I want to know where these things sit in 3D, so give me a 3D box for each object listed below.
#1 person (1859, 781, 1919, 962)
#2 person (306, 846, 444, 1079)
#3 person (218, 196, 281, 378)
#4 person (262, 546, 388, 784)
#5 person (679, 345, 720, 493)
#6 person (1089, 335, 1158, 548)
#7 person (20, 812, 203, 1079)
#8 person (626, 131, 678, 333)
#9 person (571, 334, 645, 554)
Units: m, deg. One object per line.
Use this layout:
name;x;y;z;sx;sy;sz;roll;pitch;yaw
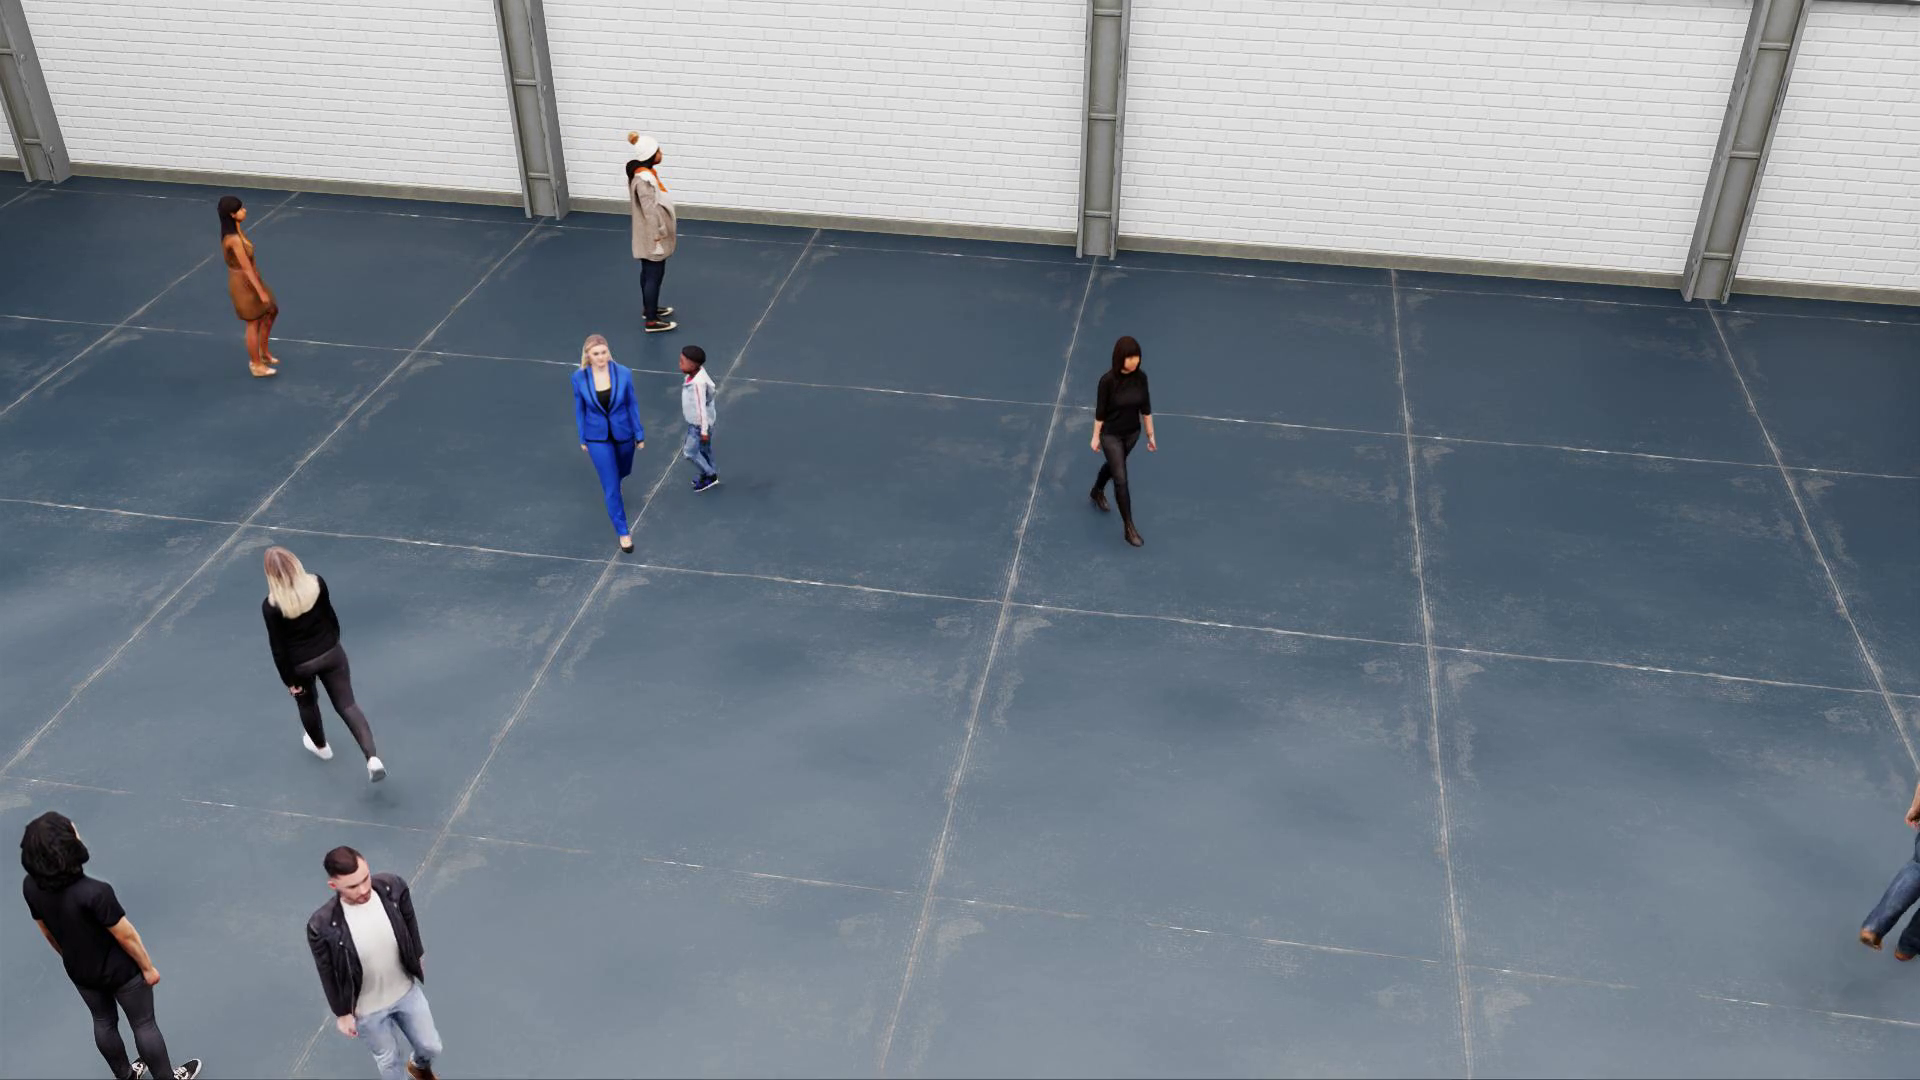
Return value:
person;5.192;1.571;8.740;1.006;1.842;0.933;-18;38;-25
person;-2.804;2.111;7.940;0.770;1.827;0.815;-26;41;-33
person;-6.309;-2.174;14.526;0.696;1.675;0.660;-10;35;-15
person;-3.867;0.783;10.089;1.011;1.661;1.160;-29;43;-36
person;-1.986;-0.958;13.080;0.616;1.249;0.582;-7;34;-10
person;1.168;-0.824;12.560;1.097;1.601;1.070;-15;37;-22
person;-4.159;2.036;8.045;0.455;1.836;0.683;5;34;8
person;-2.883;-2.860;15.365;0.819;1.888;0.799;-9;35;-13
person;-2.634;-0.794;12.457;1.164;1.666;1.051;-11;35;-15
